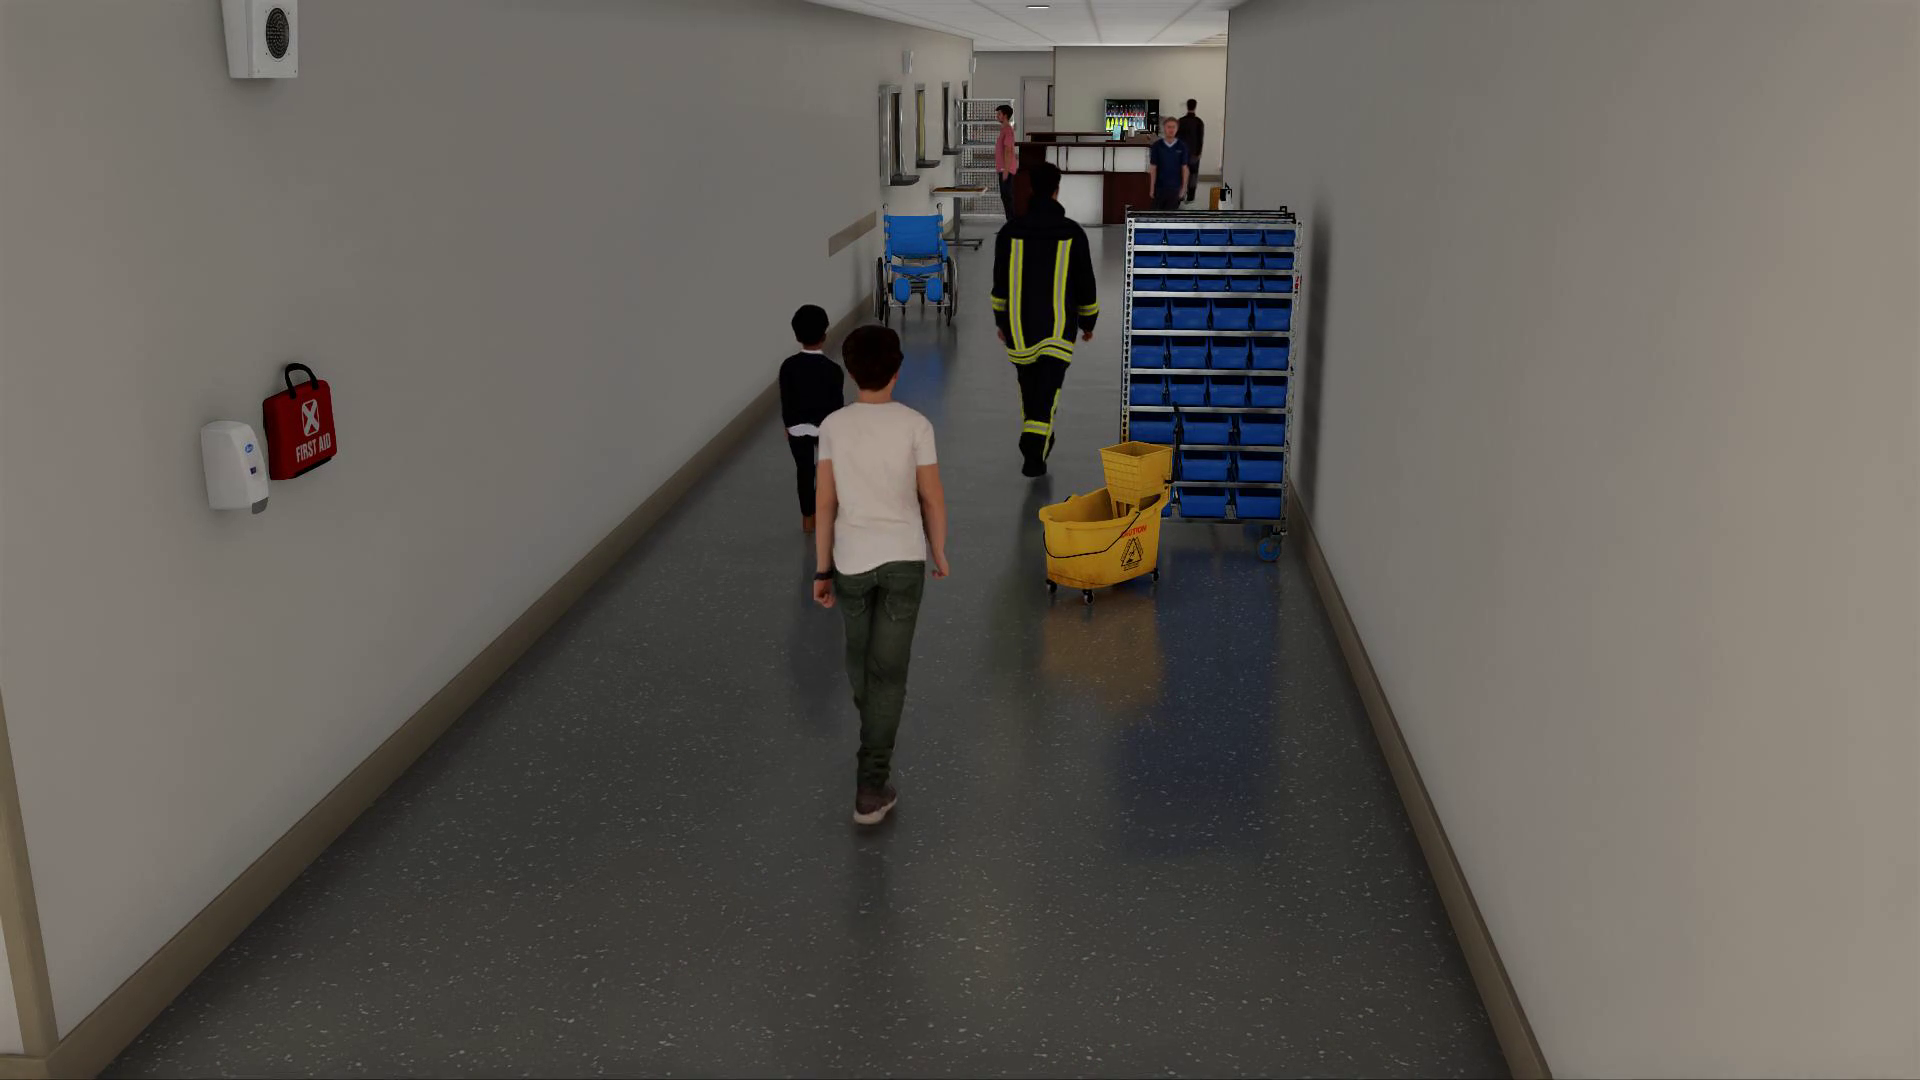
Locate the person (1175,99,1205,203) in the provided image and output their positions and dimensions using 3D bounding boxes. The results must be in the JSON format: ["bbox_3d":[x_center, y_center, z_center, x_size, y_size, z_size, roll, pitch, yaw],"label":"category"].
[{"bbox_3d":[4.314,-7.363,31.572,1.126,1.914,0.912,5,17,17],"label":"person"}]

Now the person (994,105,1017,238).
[{"bbox_3d":[0.717,-5.570,25.135,0.639,1.957,0.664,-3,16,-11],"label":"person"}]

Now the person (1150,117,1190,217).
[{"bbox_3d":[2.722,-4.611,21.926,0.867,1.851,0.753,2,16,8],"label":"person"}]

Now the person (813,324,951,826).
[{"bbox_3d":[-0.285,0.143,5.502,1.011,1.614,0.723,4,16,13],"label":"person"}]

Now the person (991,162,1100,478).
[{"bbox_3d":[0.483,-1.288,10.093,1.207,1.878,0.982,4,16,13],"label":"person"}]

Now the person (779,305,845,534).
[{"bbox_3d":[-0.797,-0.634,8.922,0.481,1.215,0.573,0,16,0],"label":"person"}]
